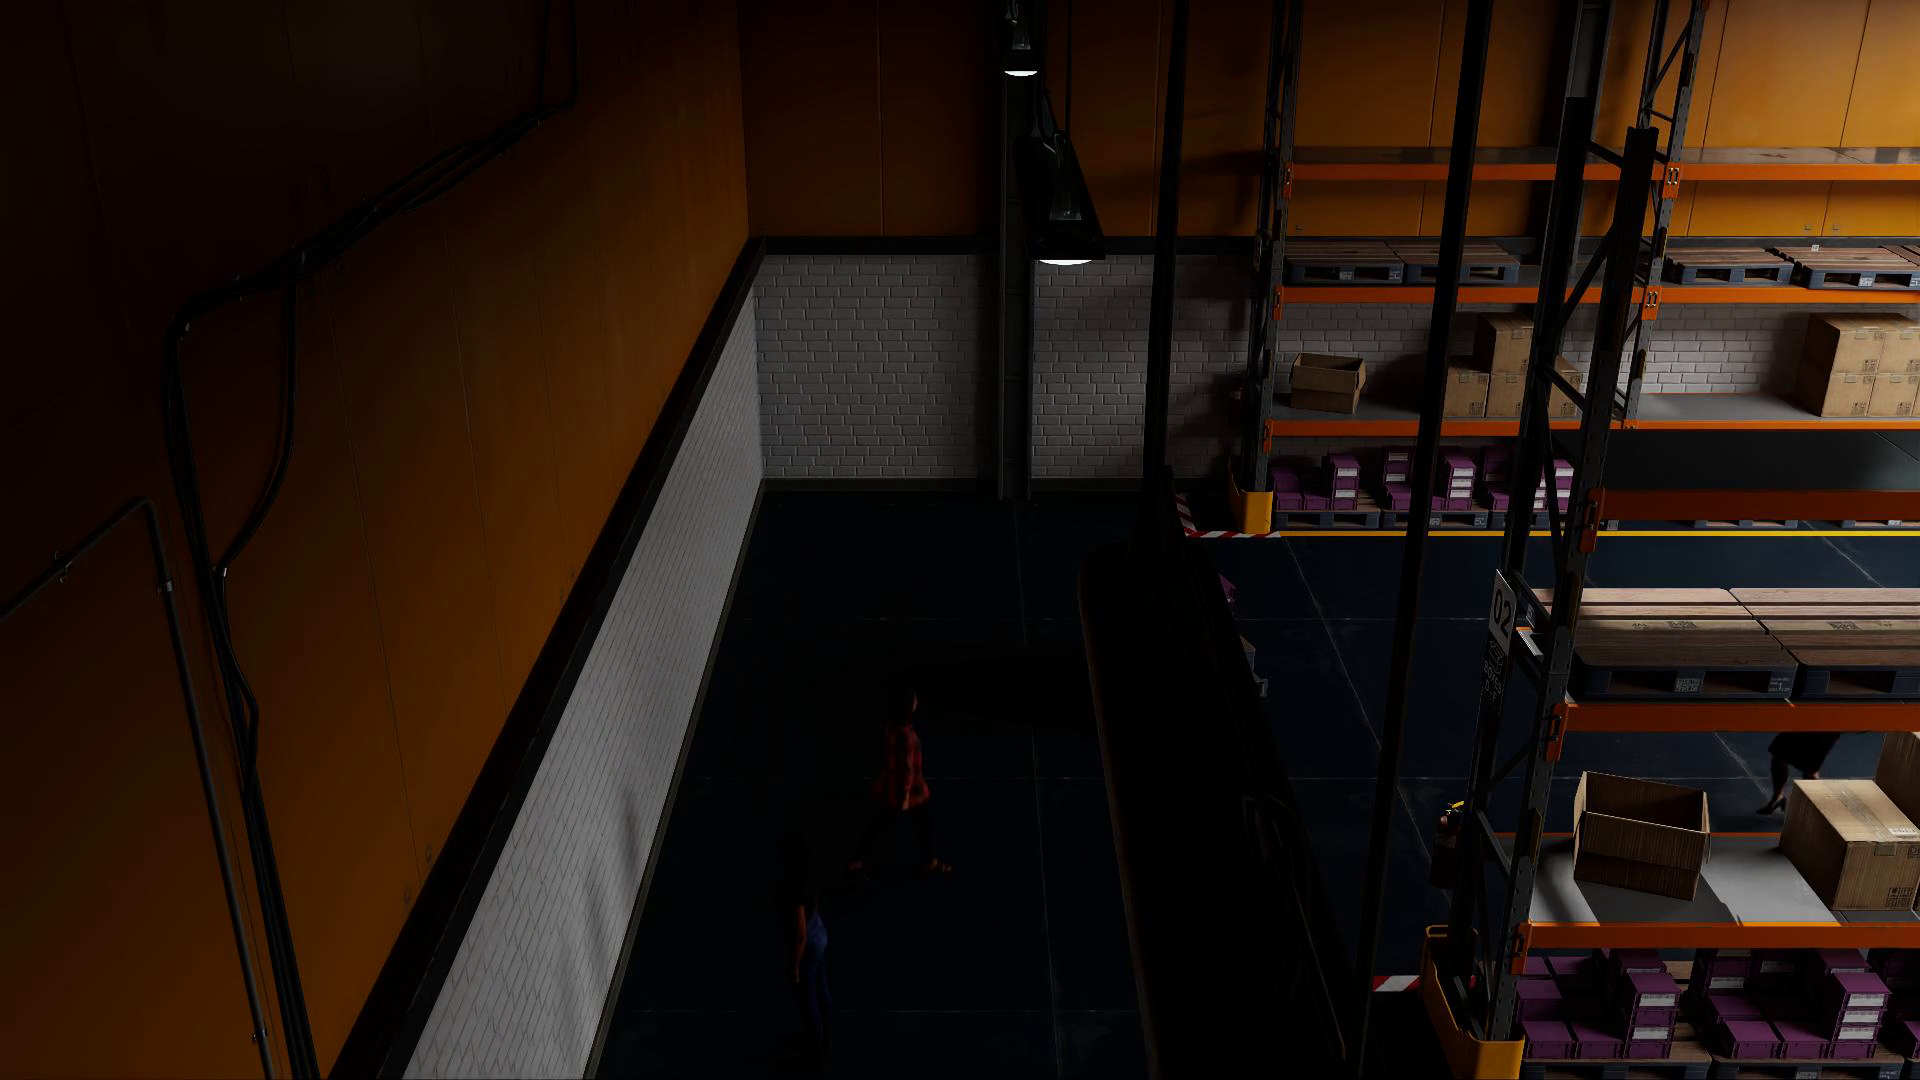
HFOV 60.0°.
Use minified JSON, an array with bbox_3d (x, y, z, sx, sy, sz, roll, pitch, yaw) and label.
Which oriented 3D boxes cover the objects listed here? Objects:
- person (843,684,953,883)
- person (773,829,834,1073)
[{"bbox_3d":[-0.514,1.825,12.215,1.154,1.670,0.885,-10,25,-21],"label":"person"},{"bbox_3d":[-0.962,2.565,10.438,0.602,1.737,0.621,5,24,12],"label":"person"}]
